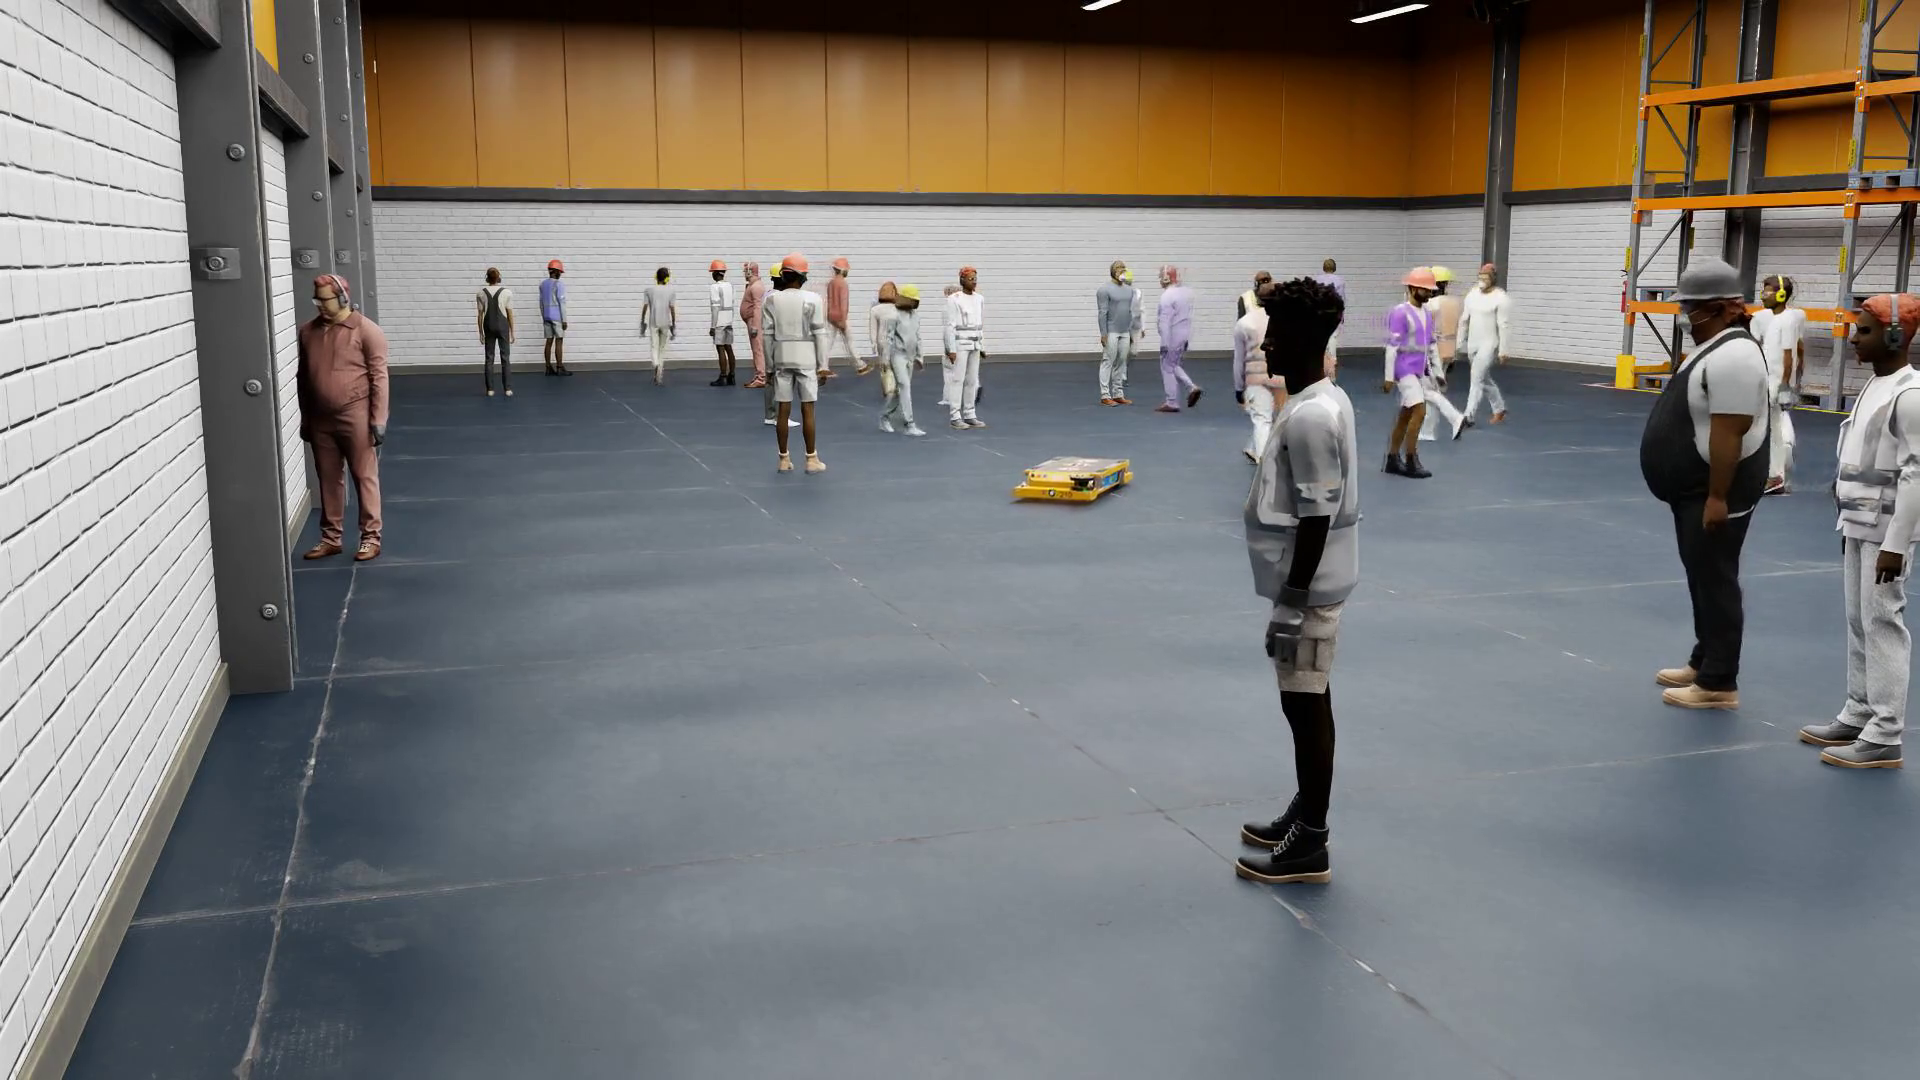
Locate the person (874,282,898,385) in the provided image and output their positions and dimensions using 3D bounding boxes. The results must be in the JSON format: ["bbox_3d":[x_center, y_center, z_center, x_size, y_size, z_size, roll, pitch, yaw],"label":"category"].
[{"bbox_3d":[-1.047,-3.166,25.590,0.524,1.582,0.839,-5,11,-29],"label":"person"}]

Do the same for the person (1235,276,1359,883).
[{"bbox_3d":[1.106,0.136,5.418,0.367,1.963,0.600,3,10,15],"label":"person"}]

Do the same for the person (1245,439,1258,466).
[{"bbox_3d":[3.034,-1.514,15.669,0.810,1.736,0.520,8,13,39],"label":"person"}]

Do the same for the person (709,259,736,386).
[{"bbox_3d":[-3.679,-3.326,25.536,0.379,1.937,0.548,5,11,27],"label":"person"}]

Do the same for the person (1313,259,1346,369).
[{"bbox_3d":[6.479,-3.971,29.267,0.631,1.940,0.370,7,12,34],"label":"person"}]

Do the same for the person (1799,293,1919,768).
[{"bbox_3d":[3.648,-0.032,6.623,0.339,1.882,0.584,2,10,13],"label":"person"}]

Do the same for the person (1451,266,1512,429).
[{"bbox_3d":[6.166,-2.260,19.496,0.988,1.905,0.638,-5,11,-27],"label":"person"}]

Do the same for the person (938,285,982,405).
[{"bbox_3d":[-0.013,-2.586,22.174,0.518,1.618,0.606,-10,14,-44],"label":"person"}]

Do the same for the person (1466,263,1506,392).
[{"bbox_3d":[7.803,-3.143,24.648,0.567,1.881,1.003,5,11,25],"label":"person"}]

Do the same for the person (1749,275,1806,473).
[{"bbox_3d":[7.534,-1.516,15.331,0.530,1.846,0.725,2,10,12],"label":"person"}]

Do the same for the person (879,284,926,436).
[{"bbox_3d":[-0.679,-2.045,18.795,0.764,1.699,0.501,8,12,37],"label":"person"}]

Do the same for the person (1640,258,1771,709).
[{"bbox_3d":[3.383,-0.276,7.578,0.542,2.000,0.689,3,10,15],"label":"person"}]

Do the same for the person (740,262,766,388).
[{"bbox_3d":[-3.134,-3.254,25.220,0.400,1.905,0.643,-1,10,-7],"label":"person"}]

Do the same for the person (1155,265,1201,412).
[{"bbox_3d":[2.748,-2.558,21.239,0.510,1.882,0.675,6,12,32],"label":"person"}]

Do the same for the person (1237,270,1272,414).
[{"bbox_3d":[3.831,-2.478,20.979,0.648,1.823,0.605,0,10,1],"label":"person"}]

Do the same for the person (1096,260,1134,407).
[{"bbox_3d":[2.089,-2.753,22.216,0.632,1.940,0.372,-9,13,-43],"label":"person"}]

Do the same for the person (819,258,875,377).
[{"bbox_3d":[-1.911,-3.656,27.420,1.006,1.938,0.650,-7,12,-34],"label":"person"}]

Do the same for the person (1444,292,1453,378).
[{"bbox_3d":[7.288,-3.237,25.521,0.525,1.769,0.311,2,10,13],"label":"person"}]

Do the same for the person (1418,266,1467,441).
[{"bbox_3d":[5.176,-1.984,17.863,0.591,1.908,0.704,-8,13,-39],"label":"person"}]

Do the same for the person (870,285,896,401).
[{"bbox_3d":[-1.004,-2.744,23.164,0.497,1.594,0.850,1,10,3],"label":"person"}]

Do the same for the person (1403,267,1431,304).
[{"bbox_3d":[6.766,-3.059,24.295,0.597,1.832,0.404,6,12,33],"label":"person"}]

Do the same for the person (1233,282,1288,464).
[{"bbox_3d":[2.763,-1.401,14.835,0.645,1.792,0.974,0,10,2],"label":"person"}]

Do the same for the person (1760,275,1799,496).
[{"bbox_3d":[6.776,-1.280,13.936,0.475,1.850,0.535,4,10,20],"label":"person"}]

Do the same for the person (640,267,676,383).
[{"bbox_3d":[-4.681,-3.324,25.847,0.556,1.830,0.754,-2,10,-10],"label":"person"}]

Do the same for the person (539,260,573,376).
[{"bbox_3d":[-6.717,-3.680,27.621,0.547,1.925,0.391,7,12,34],"label":"person"}]

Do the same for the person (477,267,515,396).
[{"bbox_3d":[-6.636,-2.973,23.802,0.501,1.839,0.342,-1,10,-6],"label":"person"}]

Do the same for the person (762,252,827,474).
[{"bbox_3d":[-1.520,-1.631,15.416,0.605,2.045,0.382,2,10,14],"label":"person"}]

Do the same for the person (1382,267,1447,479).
[{"bbox_3d":[4.186,-1.514,15.133,0.727,1.906,0.568,9,13,43],"label":"person"}]

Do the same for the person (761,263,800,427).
[{"bbox_3d":[-2.123,-2.297,19.608,0.381,1.924,0.593,-6,11,-31],"label":"person"}]

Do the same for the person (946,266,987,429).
[{"bbox_3d":[0.082,-2.232,19.359,0.340,1.882,0.585,9,13,42],"label":"person"}]

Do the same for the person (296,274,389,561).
[{"bbox_3d":[-4.117,-0.803,11.049,0.640,1.901,0.401,2,10,14],"label":"person"}]

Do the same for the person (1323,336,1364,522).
[{"bbox_3d":[2.666,-0.980,12.733,0.830,1.666,0.527,3,10,14],"label":"person"}]

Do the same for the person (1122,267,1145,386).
[{"bbox_3d":[2.545,-3.285,25.640,0.602,1.818,0.593,-2,10,-12],"label":"person"}]

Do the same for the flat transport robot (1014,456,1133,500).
[{"bbox_3d":[0.993,-0.541,14.231,0.652,0.197,1.431,4,10,20],"label":"flat transport robot"}]
